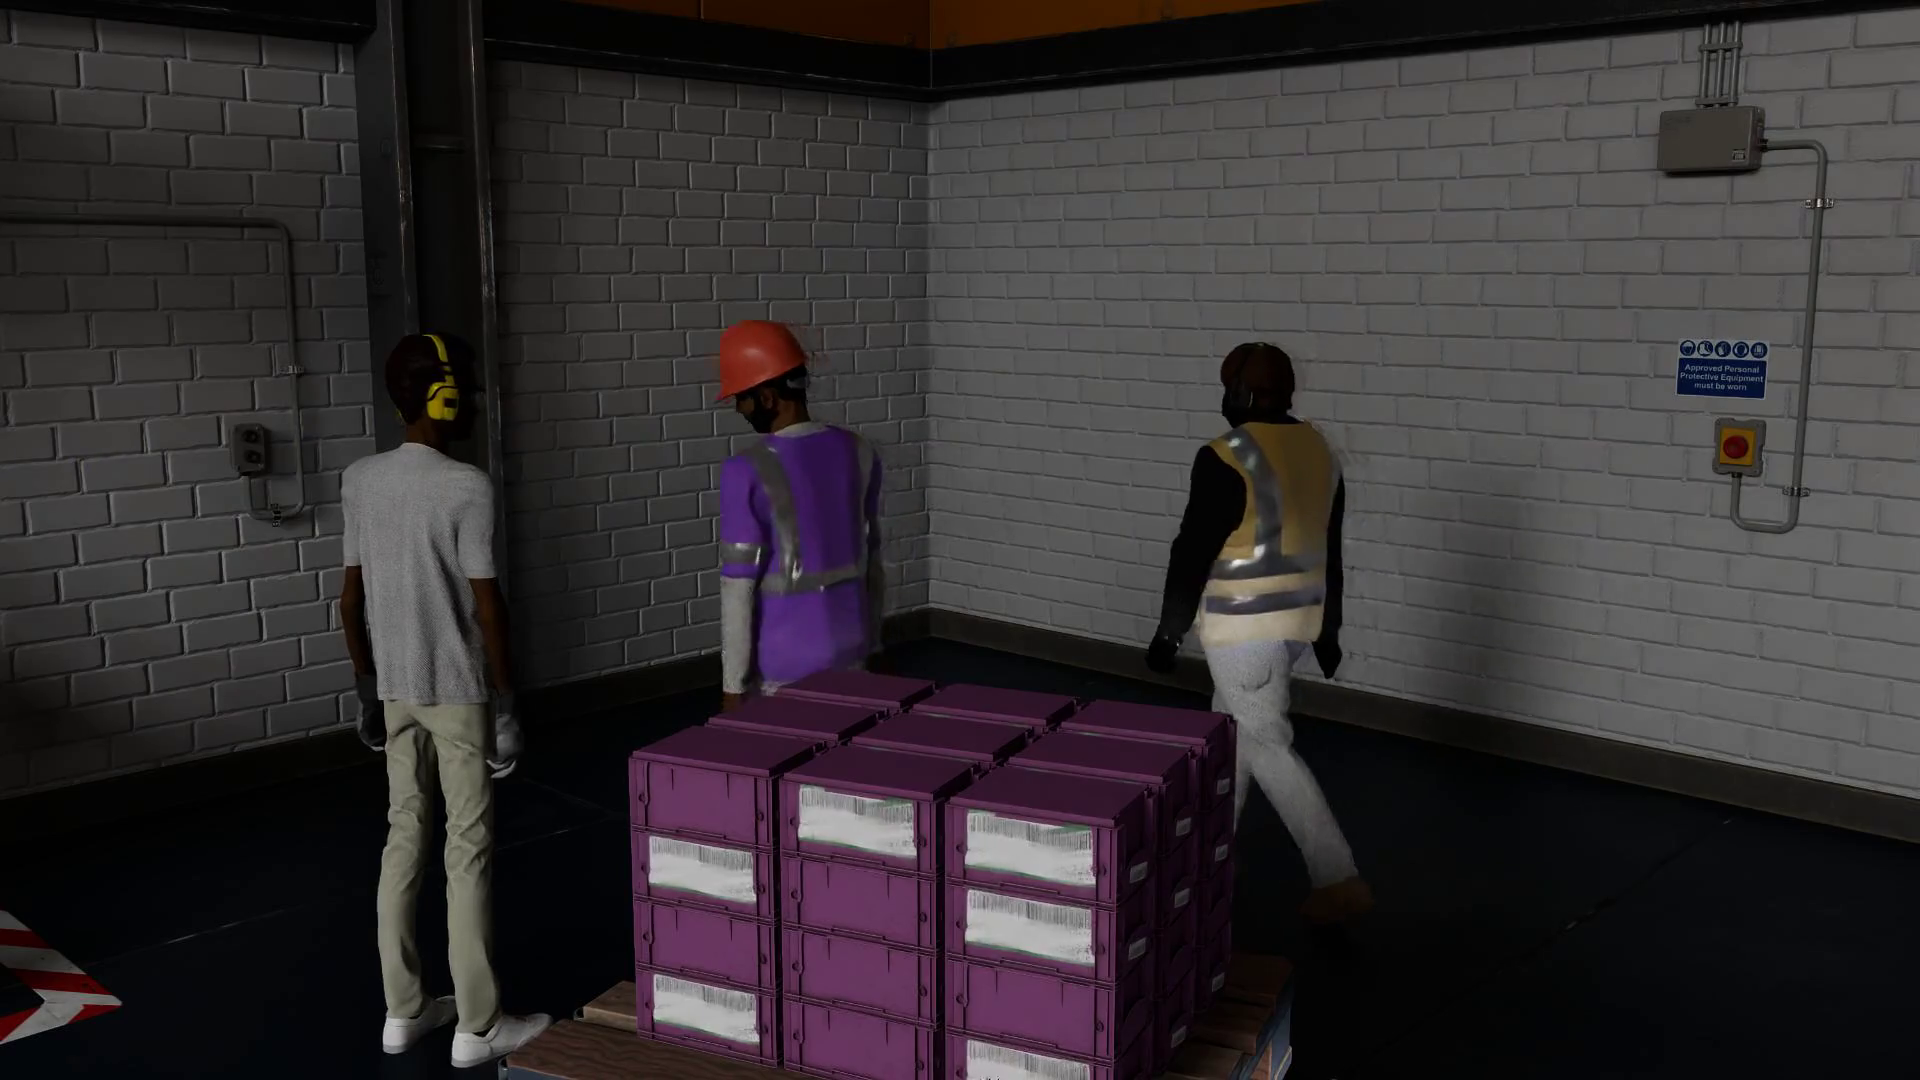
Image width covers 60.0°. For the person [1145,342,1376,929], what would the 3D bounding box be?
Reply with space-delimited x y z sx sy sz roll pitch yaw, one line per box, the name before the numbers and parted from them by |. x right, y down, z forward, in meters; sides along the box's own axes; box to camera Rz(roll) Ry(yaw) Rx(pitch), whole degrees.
person | 0.987 0.281 5.248 0.920 1.805 0.624 9 13 43

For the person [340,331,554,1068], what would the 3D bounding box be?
person | -1.334 0.407 4.253 0.526 1.865 0.315 4 10 25

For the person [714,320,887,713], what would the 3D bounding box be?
person | -0.388 0.318 4.765 0.788 1.888 0.582 9 13 44
